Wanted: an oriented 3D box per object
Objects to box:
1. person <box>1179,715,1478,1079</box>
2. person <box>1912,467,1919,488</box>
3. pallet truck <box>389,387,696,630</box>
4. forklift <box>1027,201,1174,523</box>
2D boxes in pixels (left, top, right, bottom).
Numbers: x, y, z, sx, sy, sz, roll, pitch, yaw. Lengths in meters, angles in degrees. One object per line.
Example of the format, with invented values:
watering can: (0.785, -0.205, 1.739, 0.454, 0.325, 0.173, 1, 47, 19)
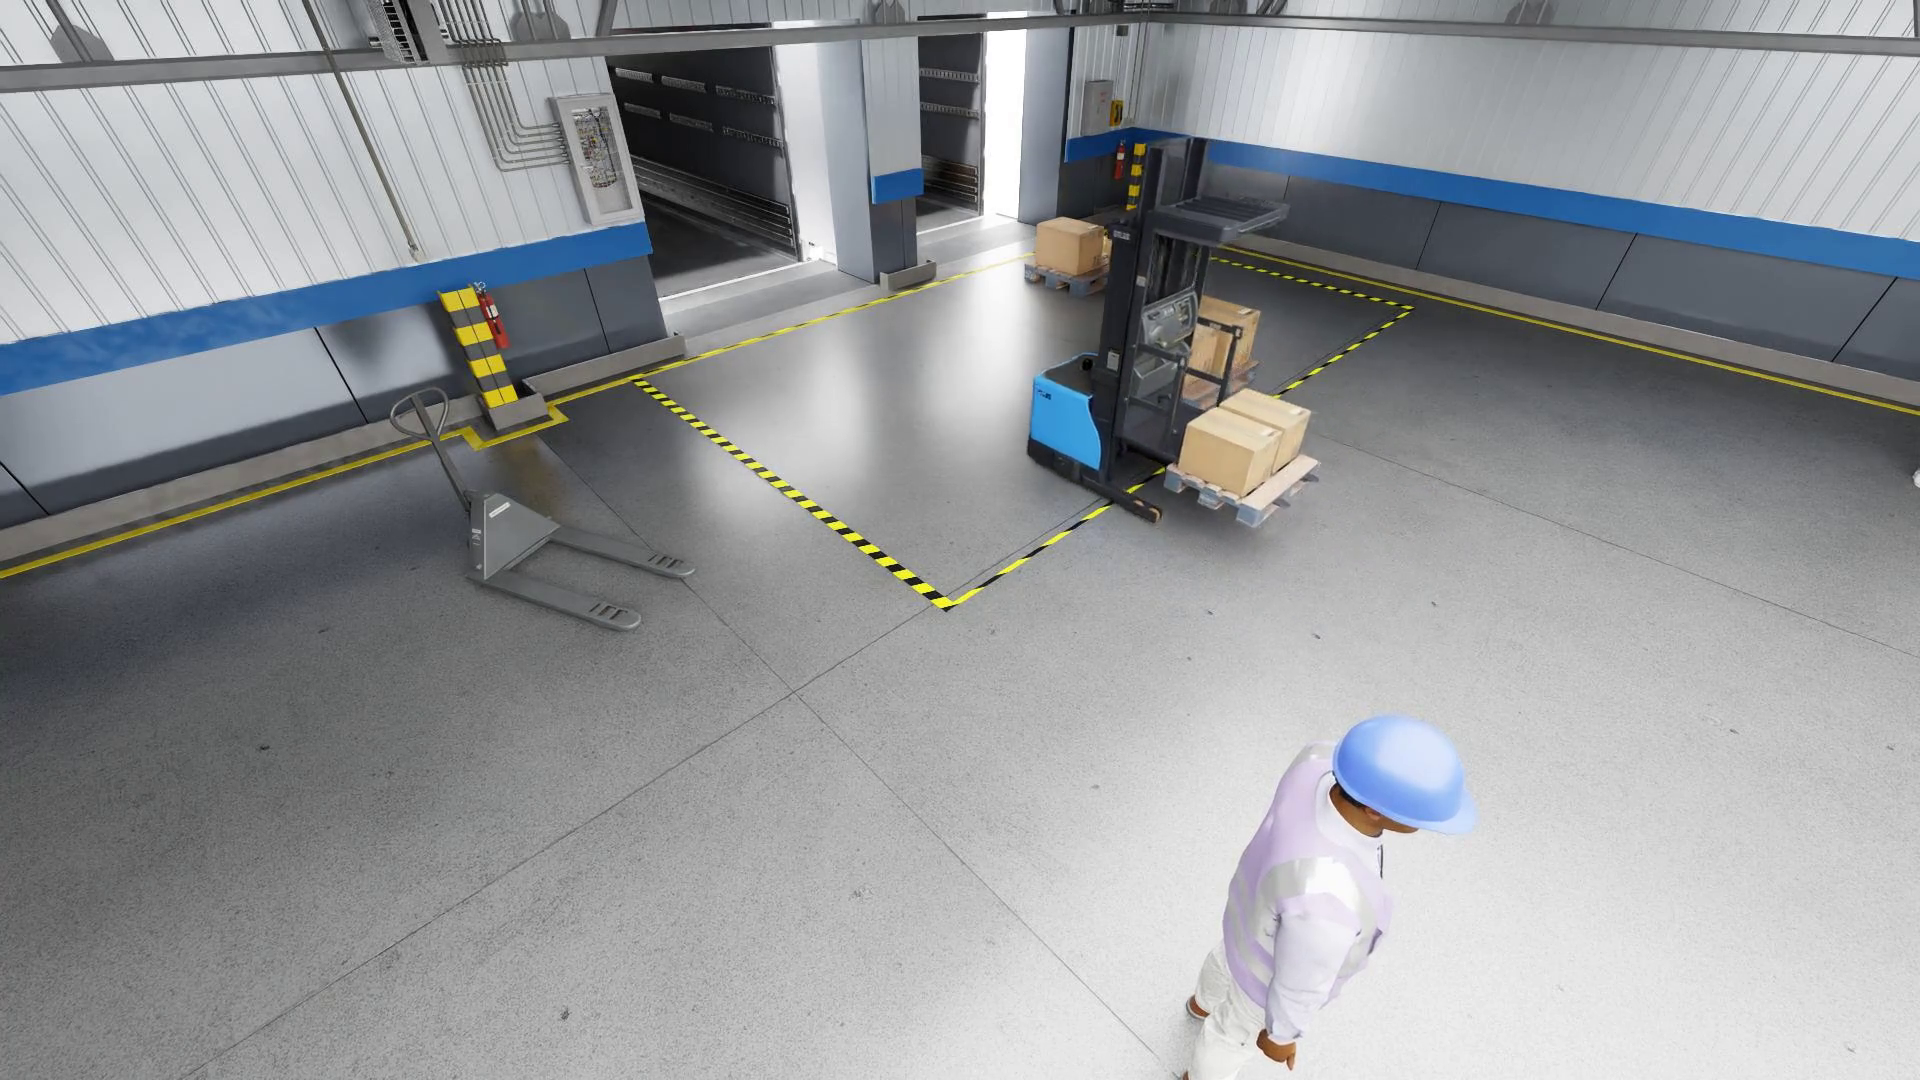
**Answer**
person: (0.964, 1.179, 2.168, 0.386, 1.947, 0.610, 14, 40, 17)
person: (7.817, -1.106, 5.291, 0.483, 1.743, 0.295, 14, 40, 18)
pallet truck: (-2.613, -0.247, 4.593, 1.601, 1.201, 0.680, 14, 40, 17)
forklift: (1.107, -1.431, 5.470, 0.716, 2.013, 0.776, -31, 47, -33)
